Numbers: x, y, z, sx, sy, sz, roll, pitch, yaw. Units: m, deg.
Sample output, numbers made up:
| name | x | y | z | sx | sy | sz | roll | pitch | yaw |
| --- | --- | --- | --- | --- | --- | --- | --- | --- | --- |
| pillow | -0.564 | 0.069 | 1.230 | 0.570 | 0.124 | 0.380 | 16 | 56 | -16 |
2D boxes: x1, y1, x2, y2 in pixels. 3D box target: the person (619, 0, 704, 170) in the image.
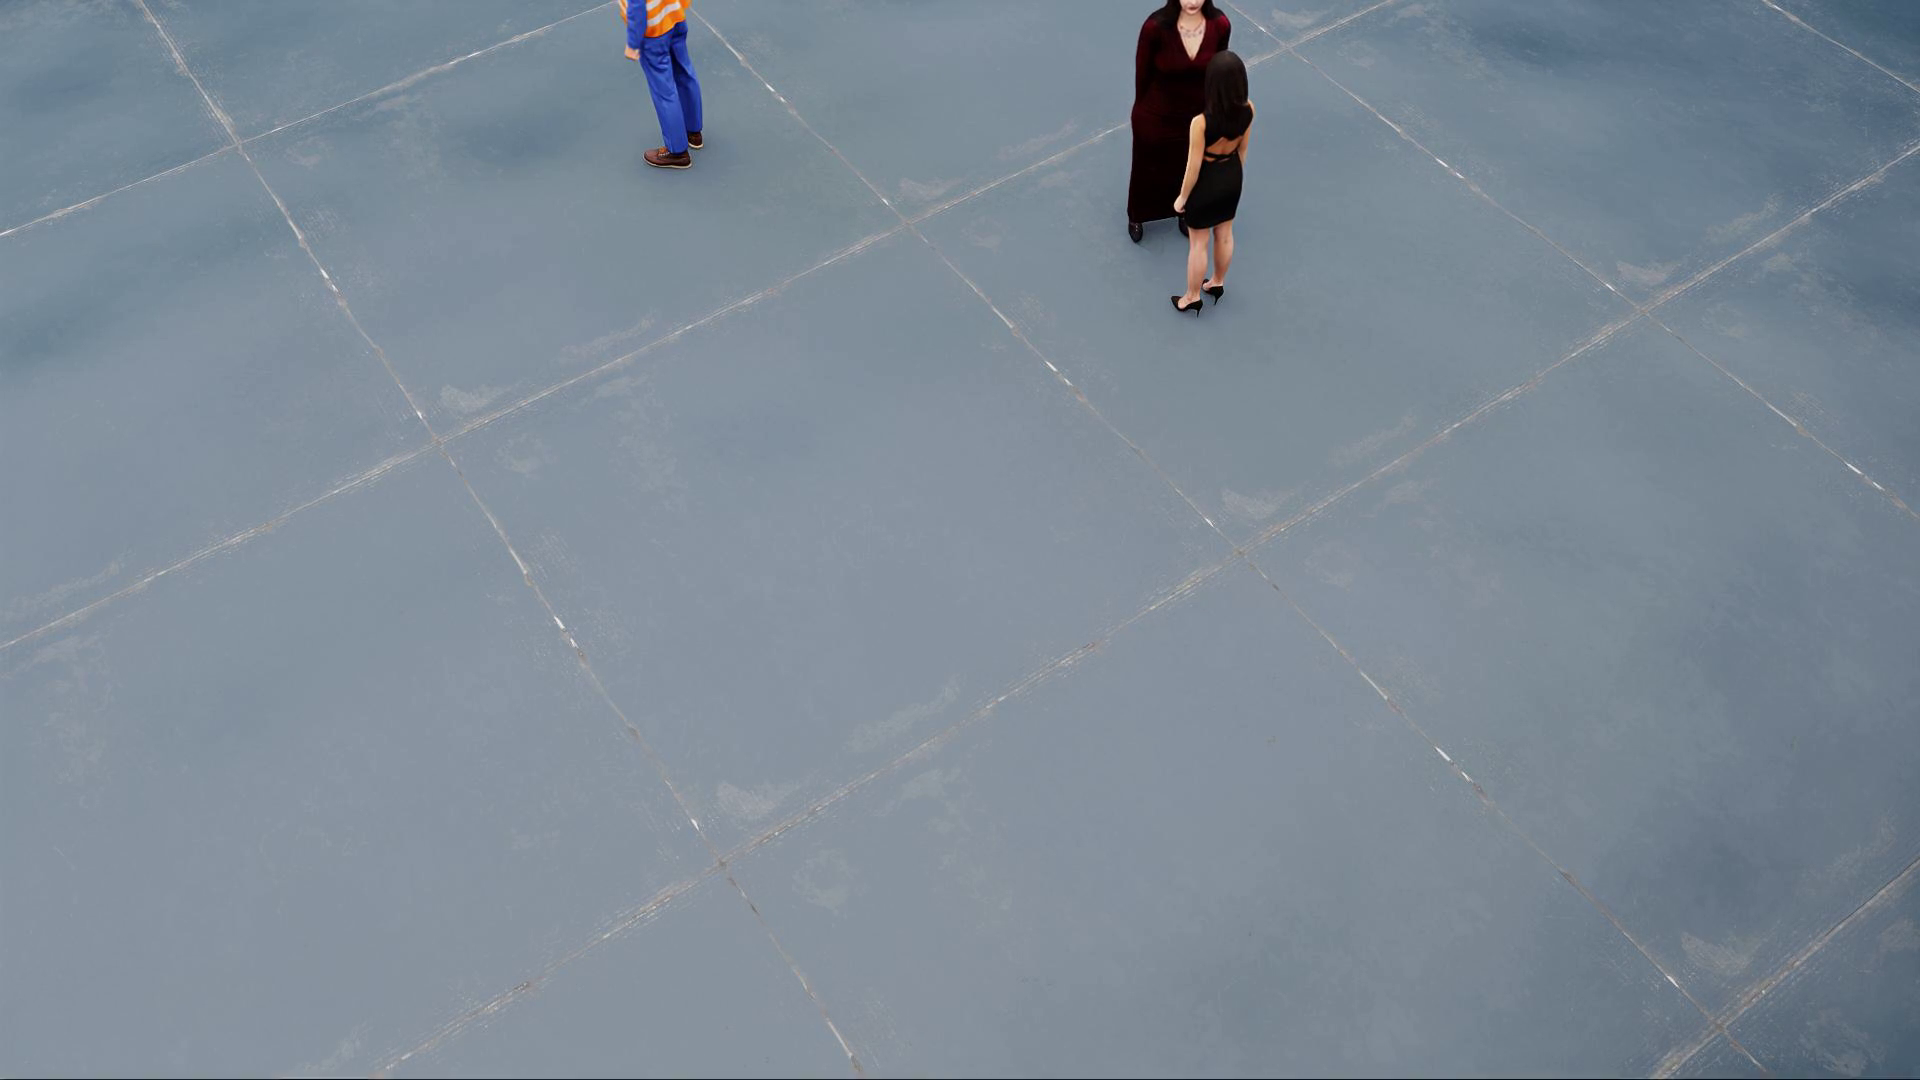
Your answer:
| name | x | y | z | sx | sy | sz | roll | pitch | yaw |
| --- | --- | --- | --- | --- | --- | --- | --- | --- | --- |
| person | -1.732 | -2.964 | 9.529 | 0.798 | 1.864 | 0.782 | 18 | 54 | 13 |

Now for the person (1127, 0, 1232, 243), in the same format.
| name | x | y | z | sx | sy | sz | roll | pitch | yaw |
| --- | --- | --- | --- | --- | --- | --- | --- | --- | --- |
| person | 1.184 | -2.385 | 9.148 | 0.750 | 1.757 | 0.748 | -7 | 53 | -6 |

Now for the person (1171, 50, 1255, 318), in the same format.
| name | x | y | z | sx | sy | sz | roll | pitch | yaw |
| --- | --- | --- | --- | --- | --- | --- | --- | --- | --- |
| person | 1.344 | -1.852 | 8.805 | 0.573 | 1.646 | 0.516 | -23 | 56 | -17 |
